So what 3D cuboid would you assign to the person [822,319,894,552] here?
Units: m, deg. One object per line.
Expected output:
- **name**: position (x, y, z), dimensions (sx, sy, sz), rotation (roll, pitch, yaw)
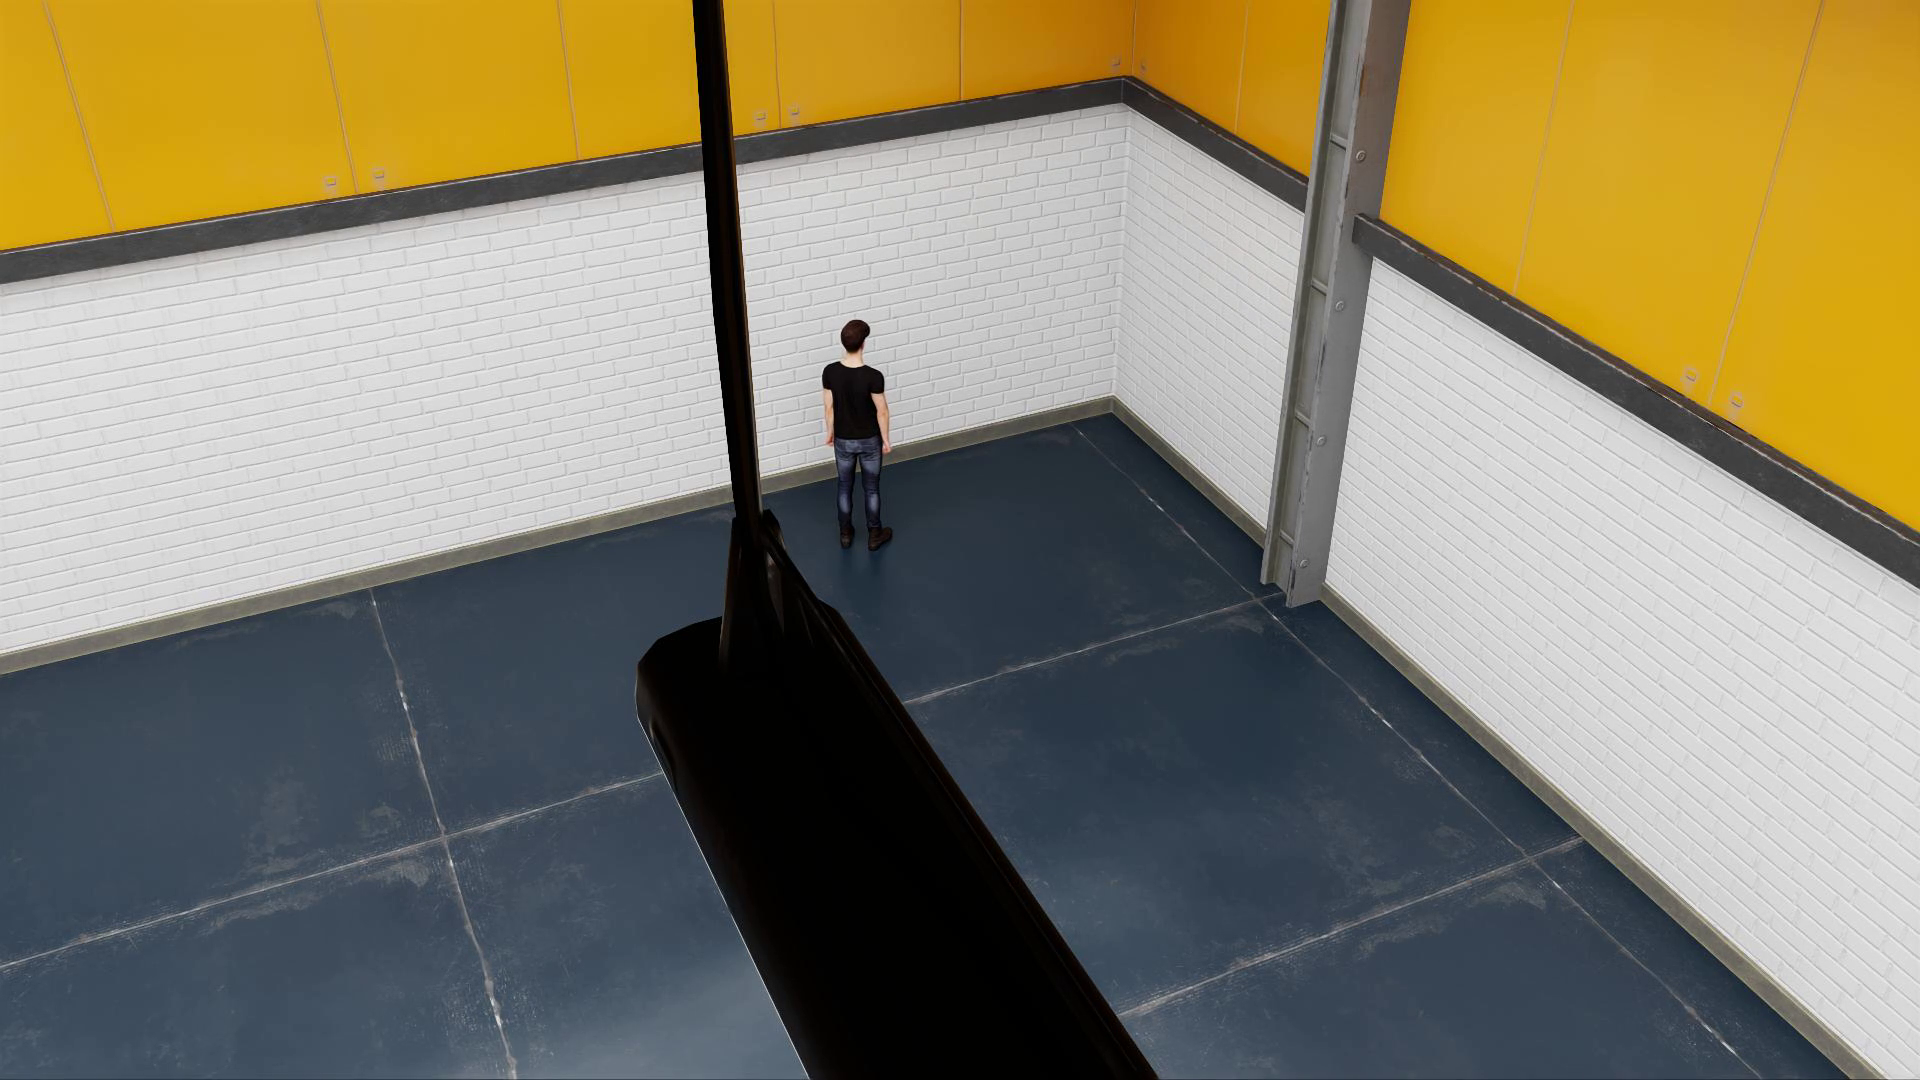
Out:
- **person**: position (-0.779, -0.776, 12.587), dimensions (0.763, 1.897, 0.789), rotation (7, 34, 10)
